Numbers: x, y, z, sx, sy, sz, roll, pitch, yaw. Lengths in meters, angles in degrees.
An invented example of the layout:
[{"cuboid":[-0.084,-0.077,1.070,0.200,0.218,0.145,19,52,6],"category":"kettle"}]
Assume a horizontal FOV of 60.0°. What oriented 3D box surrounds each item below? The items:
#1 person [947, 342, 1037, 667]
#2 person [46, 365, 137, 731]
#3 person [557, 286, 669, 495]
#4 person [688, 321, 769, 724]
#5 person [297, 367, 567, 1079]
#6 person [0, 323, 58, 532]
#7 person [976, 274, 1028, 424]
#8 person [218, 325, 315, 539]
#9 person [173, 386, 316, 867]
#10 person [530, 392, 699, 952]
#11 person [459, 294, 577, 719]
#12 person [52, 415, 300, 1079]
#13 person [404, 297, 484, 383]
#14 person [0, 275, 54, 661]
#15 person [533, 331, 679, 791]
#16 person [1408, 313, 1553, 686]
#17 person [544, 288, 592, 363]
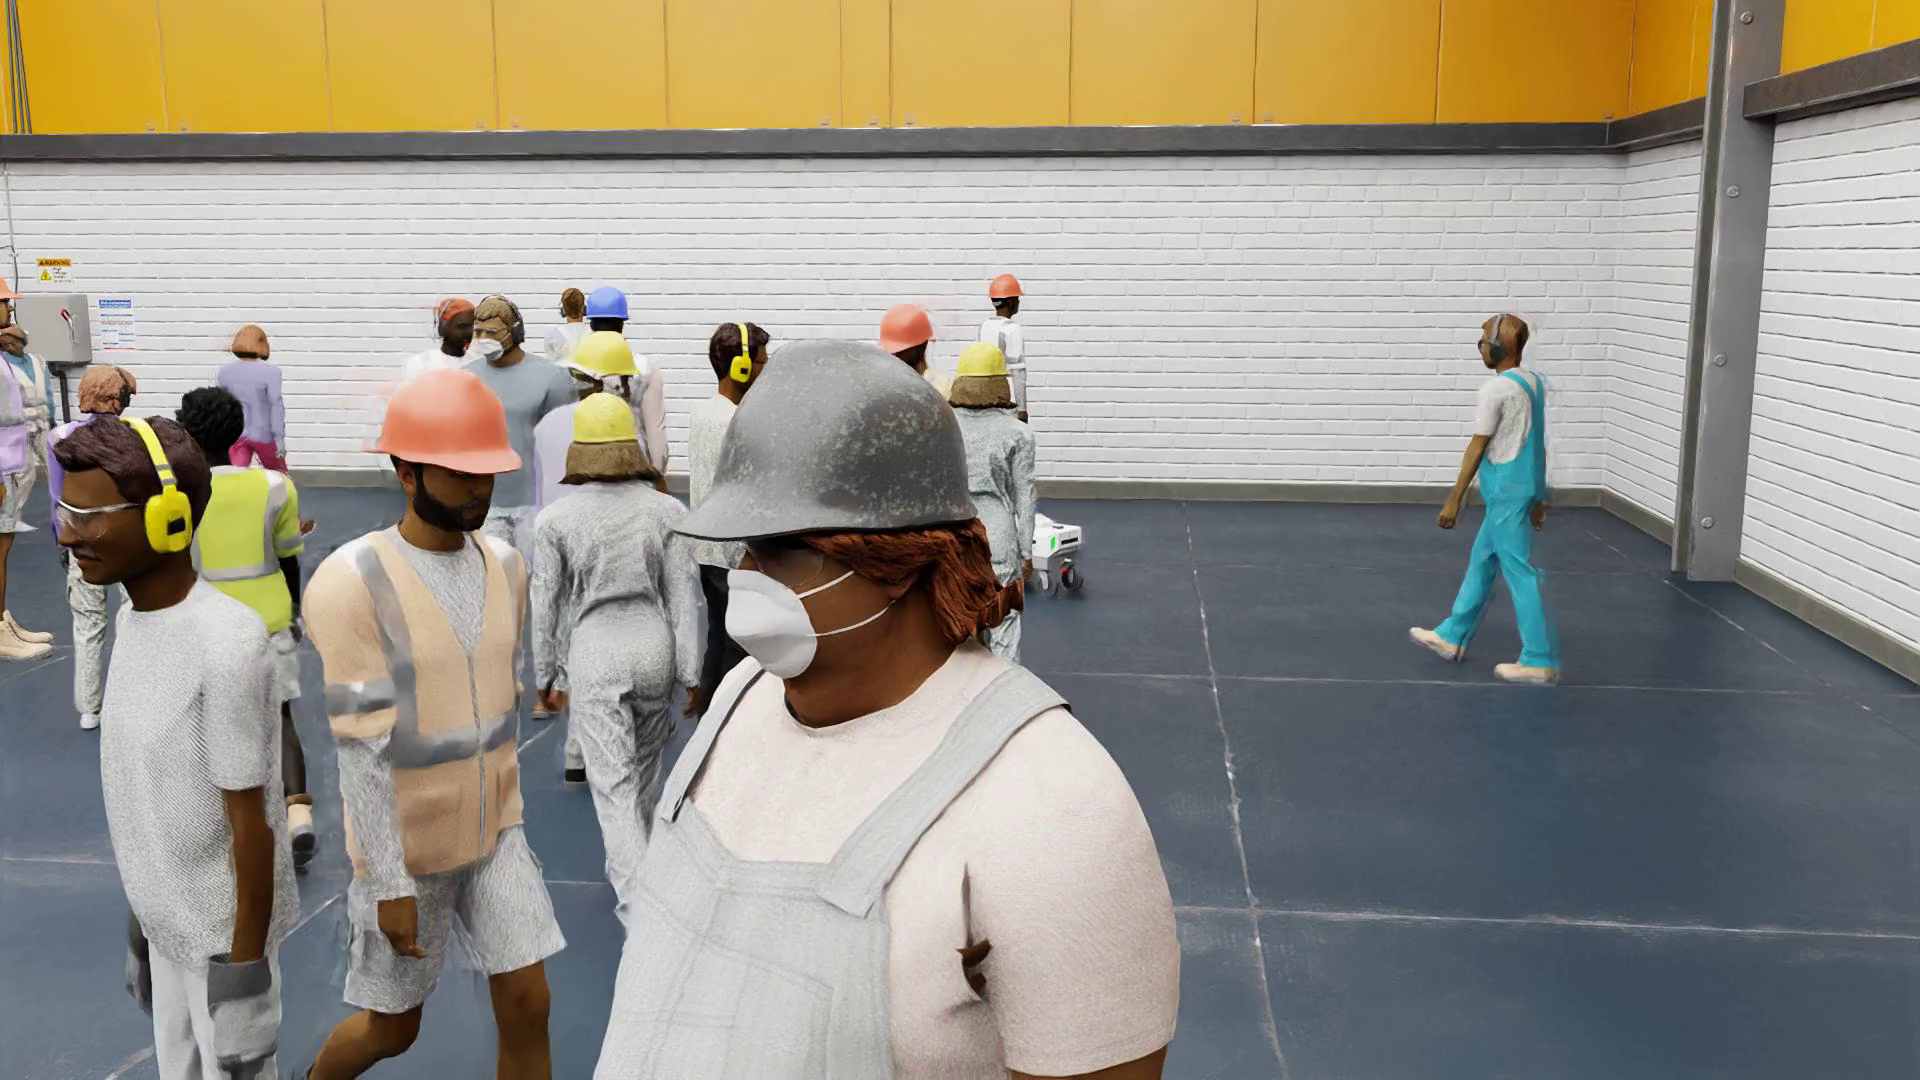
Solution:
[{"cuboid":[0.085,0.031,7.091,0.488,1.740,0.319,2,10,11],"category":"person"},{"cuboid":[-3.732,0.044,7.343,0.525,1.631,0.313,-1,10,-5],"category":"person"},{"cuboid":[-1.812,-0.345,8.690,0.610,1.937,0.429,1,10,8],"category":"person"},{"cuboid":[-0.870,0.094,6.410,0.337,1.858,0.523,-5,11,-27],"category":"person"},{"cuboid":[-1.129,0.583,3.479,0.850,1.904,0.535,7,12,34],"category":"person"},{"cuboid":[-6.966,-0.831,12.460,0.574,1.588,0.575,2,10,13],"category":"person"},{"cuboid":[0.351,-1.076,12.856,0.352,1.942,0.545,-7,12,-34],"category":"person"},{"cuboid":[-4.936,-0.718,11.767,0.526,1.589,0.818,2,10,9],"category":"person"},{"cuboid":[-2.495,0.304,5.738,0.530,1.674,0.789,-7,12,-36],"category":"person"},{"cuboid":[-1.053,0.396,5.142,0.498,1.694,0.909,-4,11,-23],"category":"person"},{"cuboid":[-2.038,-0.145,7.580,0.635,1.929,0.381,2,10,9],"category":"person"},{"cuboid":[-1.319,0.709,2.877,0.511,1.862,0.325,9,14,43],"category":"person"},{"cuboid":[-2.882,-0.434,9.393,0.569,1.865,0.589,7,12,37],"category":"person"},{"cuboid":[-4.999,-0.393,8.644,0.362,2.048,0.613,-5,11,-25],"category":"person"},{"cuboid":[-1.353,0.067,6.703,0.614,1.801,0.772,9,13,41],"category":"person"},{"cuboid":[2.604,-0.213,8.284,0.906,1.803,0.538,9,13,40],"category":"person"},{"cuboid":[-2.889,-0.988,12.650,0.506,1.839,0.345,-4,11,-20],"category":"person"}]
